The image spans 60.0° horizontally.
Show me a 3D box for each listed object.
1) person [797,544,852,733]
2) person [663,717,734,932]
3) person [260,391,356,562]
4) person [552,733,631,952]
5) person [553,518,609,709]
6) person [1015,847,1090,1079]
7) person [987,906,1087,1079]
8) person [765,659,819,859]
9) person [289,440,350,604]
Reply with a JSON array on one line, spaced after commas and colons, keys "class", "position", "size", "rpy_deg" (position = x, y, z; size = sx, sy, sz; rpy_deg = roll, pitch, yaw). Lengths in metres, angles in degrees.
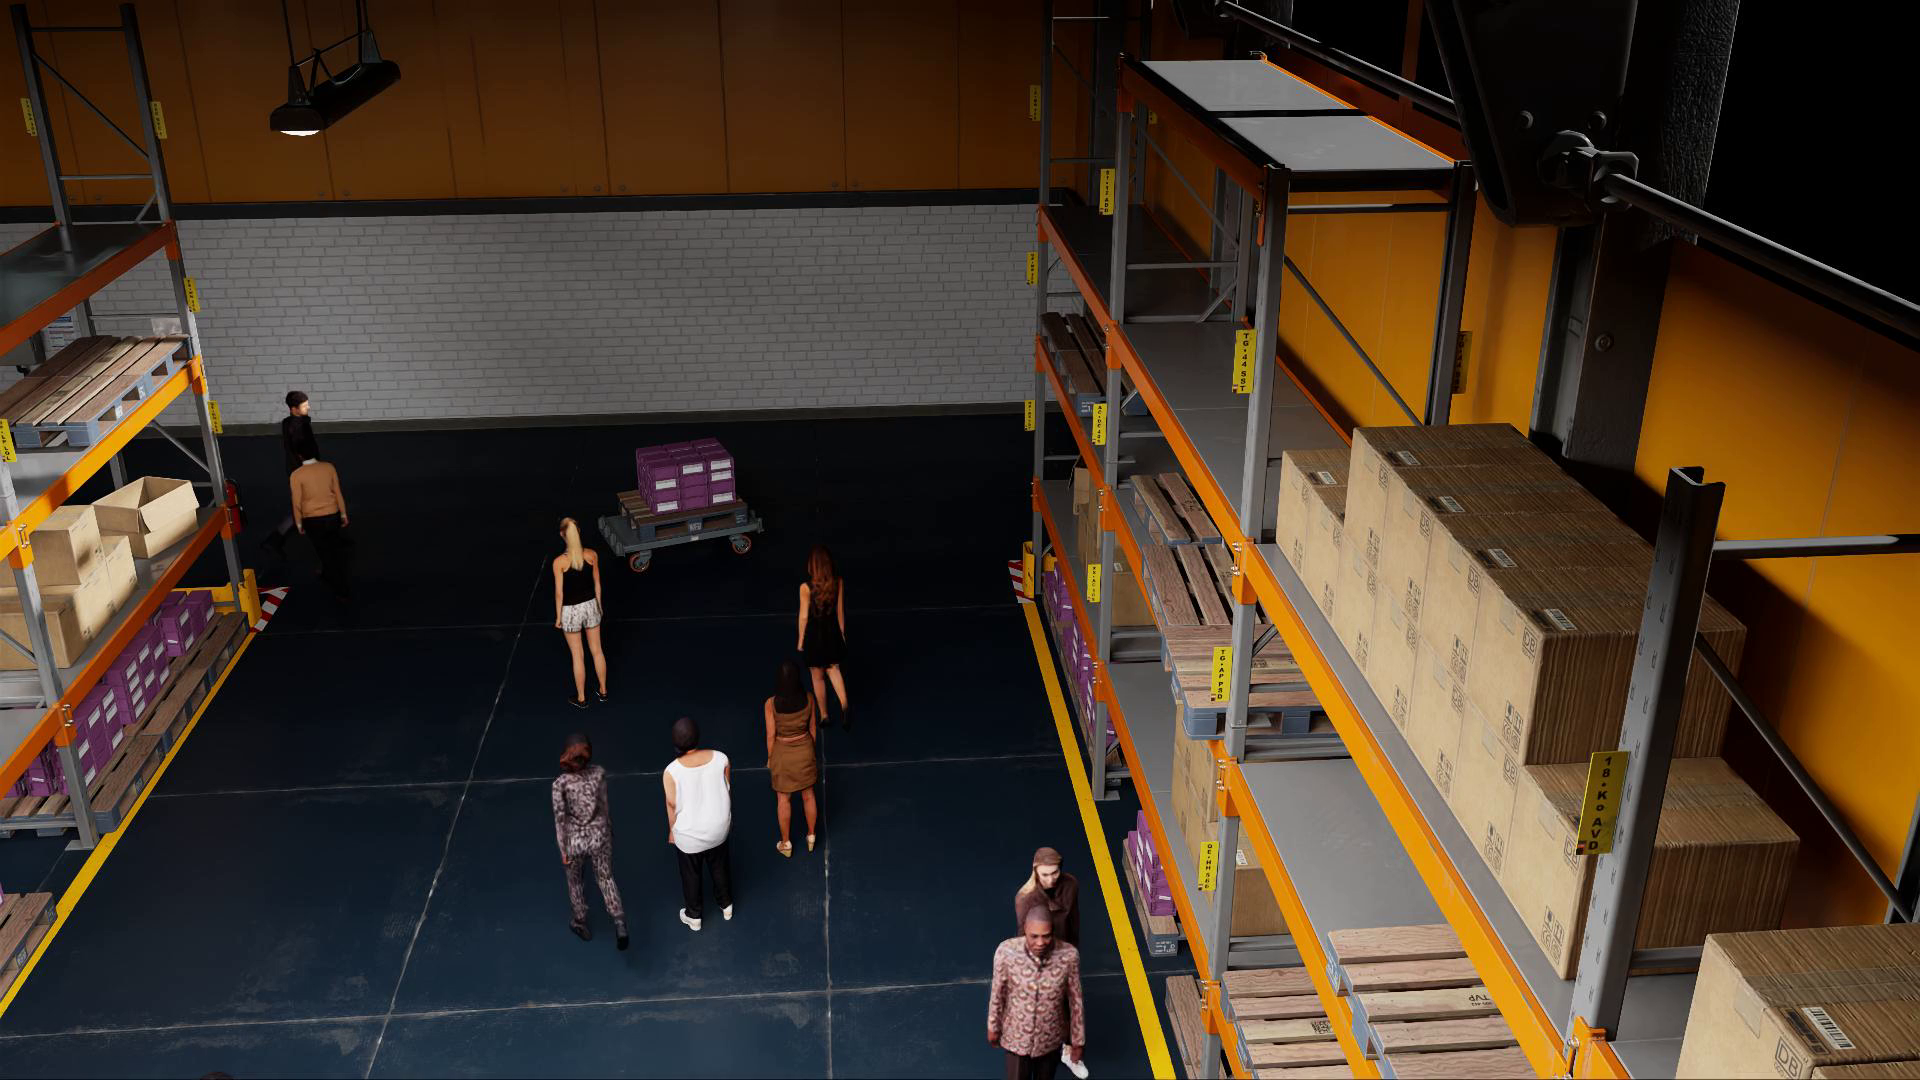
[{"class": "person", "position": [-1.151, 0.920, 14.381], "size": [0.787, 1.822, 0.912], "rpy_deg": [-14, 27, -28]}, {"class": "person", "position": [-1.888, 2.032, 12.007], "size": [0.738, 1.686, 0.737], "rpy_deg": [-12, 26, -25]}, {"class": "person", "position": [-7.157, -0.654, 17.891], "size": [1.109, 1.894, 1.266], "rpy_deg": [-12, 26, -26]}, {"class": "person", "position": [-2.586, 2.160, 11.699], "size": [0.847, 1.698, 1.041], "rpy_deg": [-15, 28, -31]}, {"class": "person", "position": [-3.423, 0.632, 15.005], "size": [0.692, 1.851, 0.691], "rpy_deg": [-15, 28, -30]}, {"class": "person", "position": [0.525, 2.623, 10.661], "size": [0.764, 1.681, 0.834], "rpy_deg": [-11, 26, -24]}, {"class": "person", "position": [0.438, 2.881, 9.945], "size": [0.712, 1.781, 0.937], "rpy_deg": [-2, 24, -4]}, {"class": "person", "position": [-1.287, 1.675, 12.818], "size": [0.618, 1.690, 0.605], "rpy_deg": [-10, 26, -22]}, {"class": "person", "position": [-6.496, -0.156, 16.991], "size": [1.126, 1.704, 1.246], "rpy_deg": [-20, 31, -38]}]
